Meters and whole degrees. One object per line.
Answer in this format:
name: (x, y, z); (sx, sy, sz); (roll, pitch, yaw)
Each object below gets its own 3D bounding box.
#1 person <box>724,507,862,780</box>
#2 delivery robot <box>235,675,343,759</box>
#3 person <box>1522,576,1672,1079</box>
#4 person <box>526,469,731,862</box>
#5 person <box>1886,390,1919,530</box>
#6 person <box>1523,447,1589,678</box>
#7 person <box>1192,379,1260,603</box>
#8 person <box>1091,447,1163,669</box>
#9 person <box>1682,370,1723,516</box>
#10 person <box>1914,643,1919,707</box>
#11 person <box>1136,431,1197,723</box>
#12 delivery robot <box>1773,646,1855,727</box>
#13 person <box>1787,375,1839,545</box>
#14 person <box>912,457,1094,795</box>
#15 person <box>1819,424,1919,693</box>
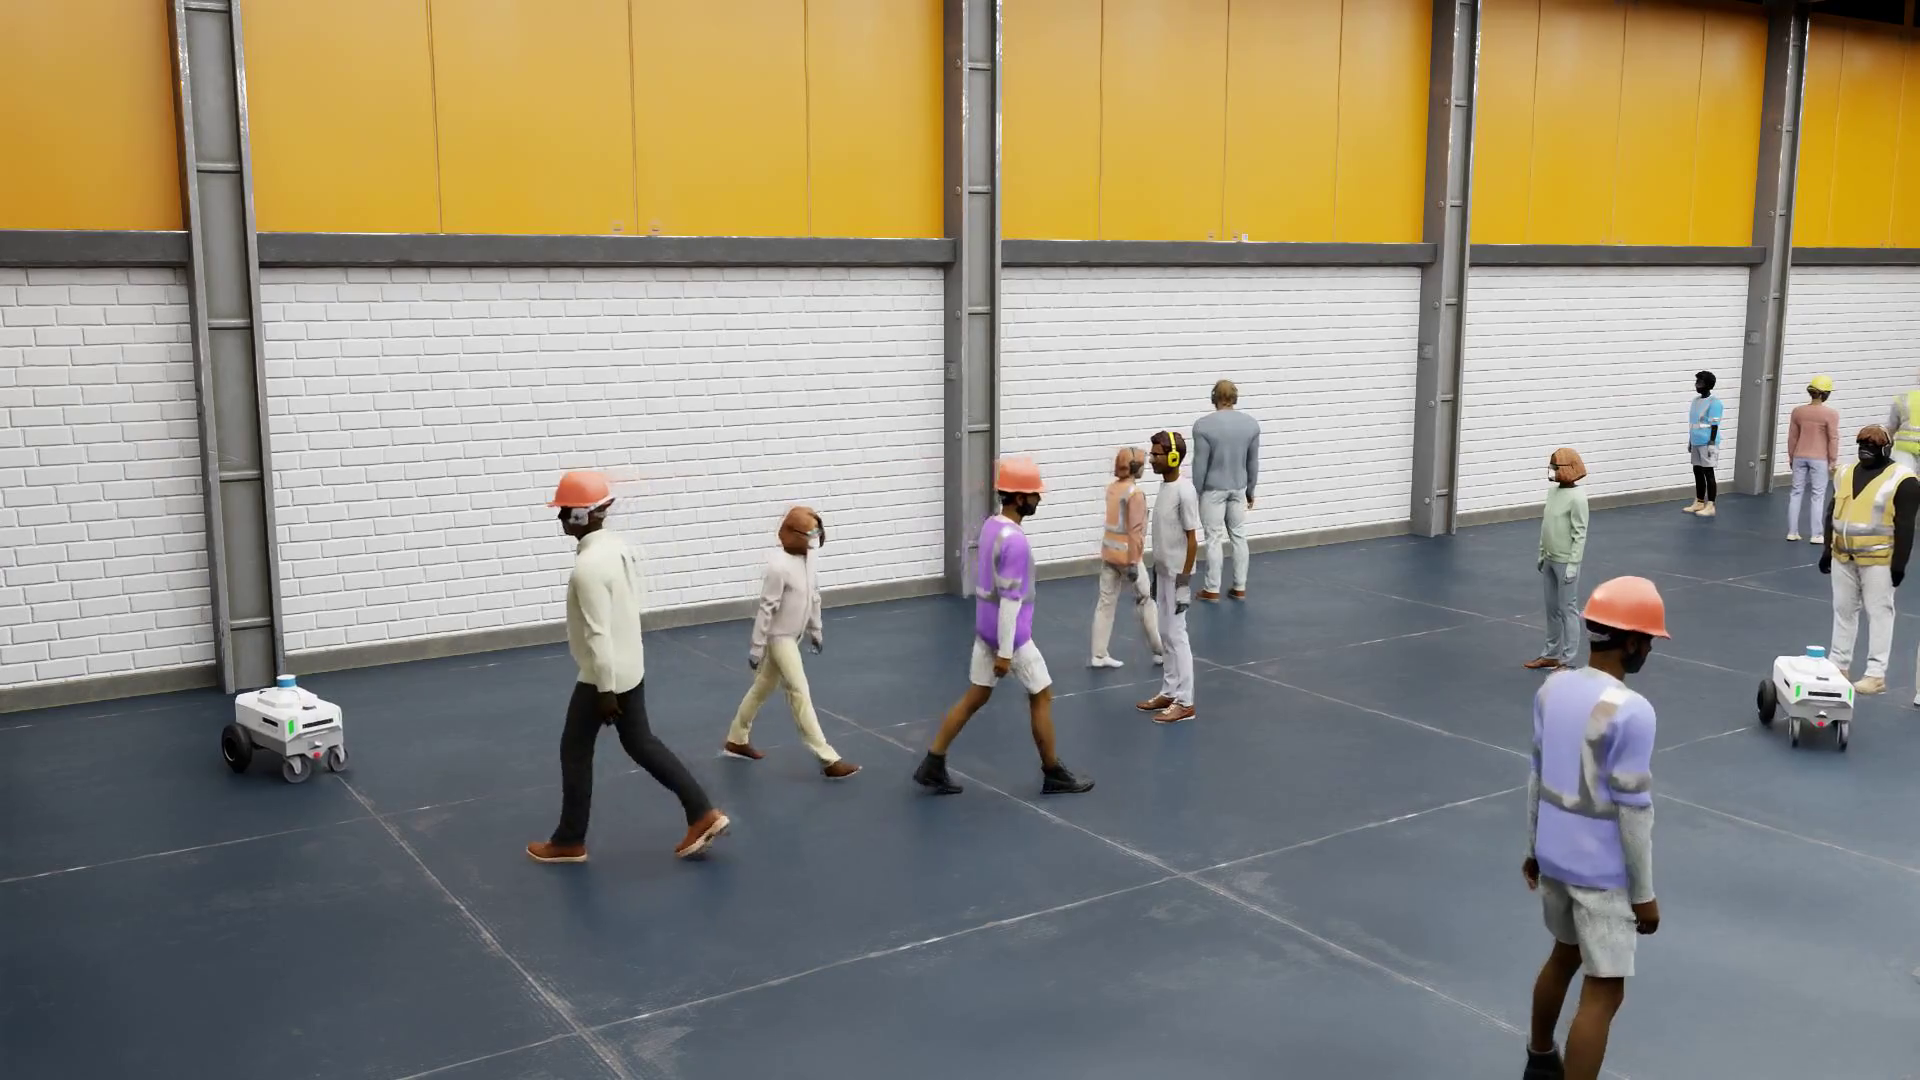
person: (-0.983, 0.573, 9.492); (0.937, 1.566, 0.530); (3, 10, 17)
delivery robot: (-3.856, 1.019, 9.553); (0.707, 0.478, 0.477); (8, 13, 41)
person: (2.099, 1.069, 5.521); (0.478, 1.914, 0.666); (-2, 10, -10)
person: (-1.617, 0.621, 8.049); (0.967, 1.957, 0.629); (1, 9, 6)
person: (10.290, -0.935, 17.908); (0.736, 1.800, 0.774); (7, 12, 38)
person: (4.248, 0.158, 11.782); (0.286, 1.633, 0.499); (-1, 10, -8)
person: (2.275, -0.420, 14.348); (0.635, 1.936, 0.355); (-3, 10, -19)
person: (1.290, 0.132, 11.984); (0.783, 1.602, 0.545); (-4, 10, -21)
person: (8.642, -1.124, 19.337); (0.321, 1.690, 0.536); (-1, 9, -6)
person: (6.438, 0.322, 10.777); (0.308, 1.640, 0.511); (-1, 9, -3)
person: (1.334, 0.237, 10.619); (0.340, 1.866, 0.565); (-2, 10, -13)
delivery robot: (5.270, 0.898, 10.281); (0.477, 0.478, 0.707); (3, 10, 16)
person: (8.918, -0.839, 17.390); (0.331, 1.768, 0.526); (-6, 11, -32)
person: (0.210, 0.486, 9.057); (0.989, 1.896, 0.559); (-3, 10, -17)
person: (6.198, 0.124, 11.391); (0.429, 1.841, 0.626); (-4, 10, -22)
